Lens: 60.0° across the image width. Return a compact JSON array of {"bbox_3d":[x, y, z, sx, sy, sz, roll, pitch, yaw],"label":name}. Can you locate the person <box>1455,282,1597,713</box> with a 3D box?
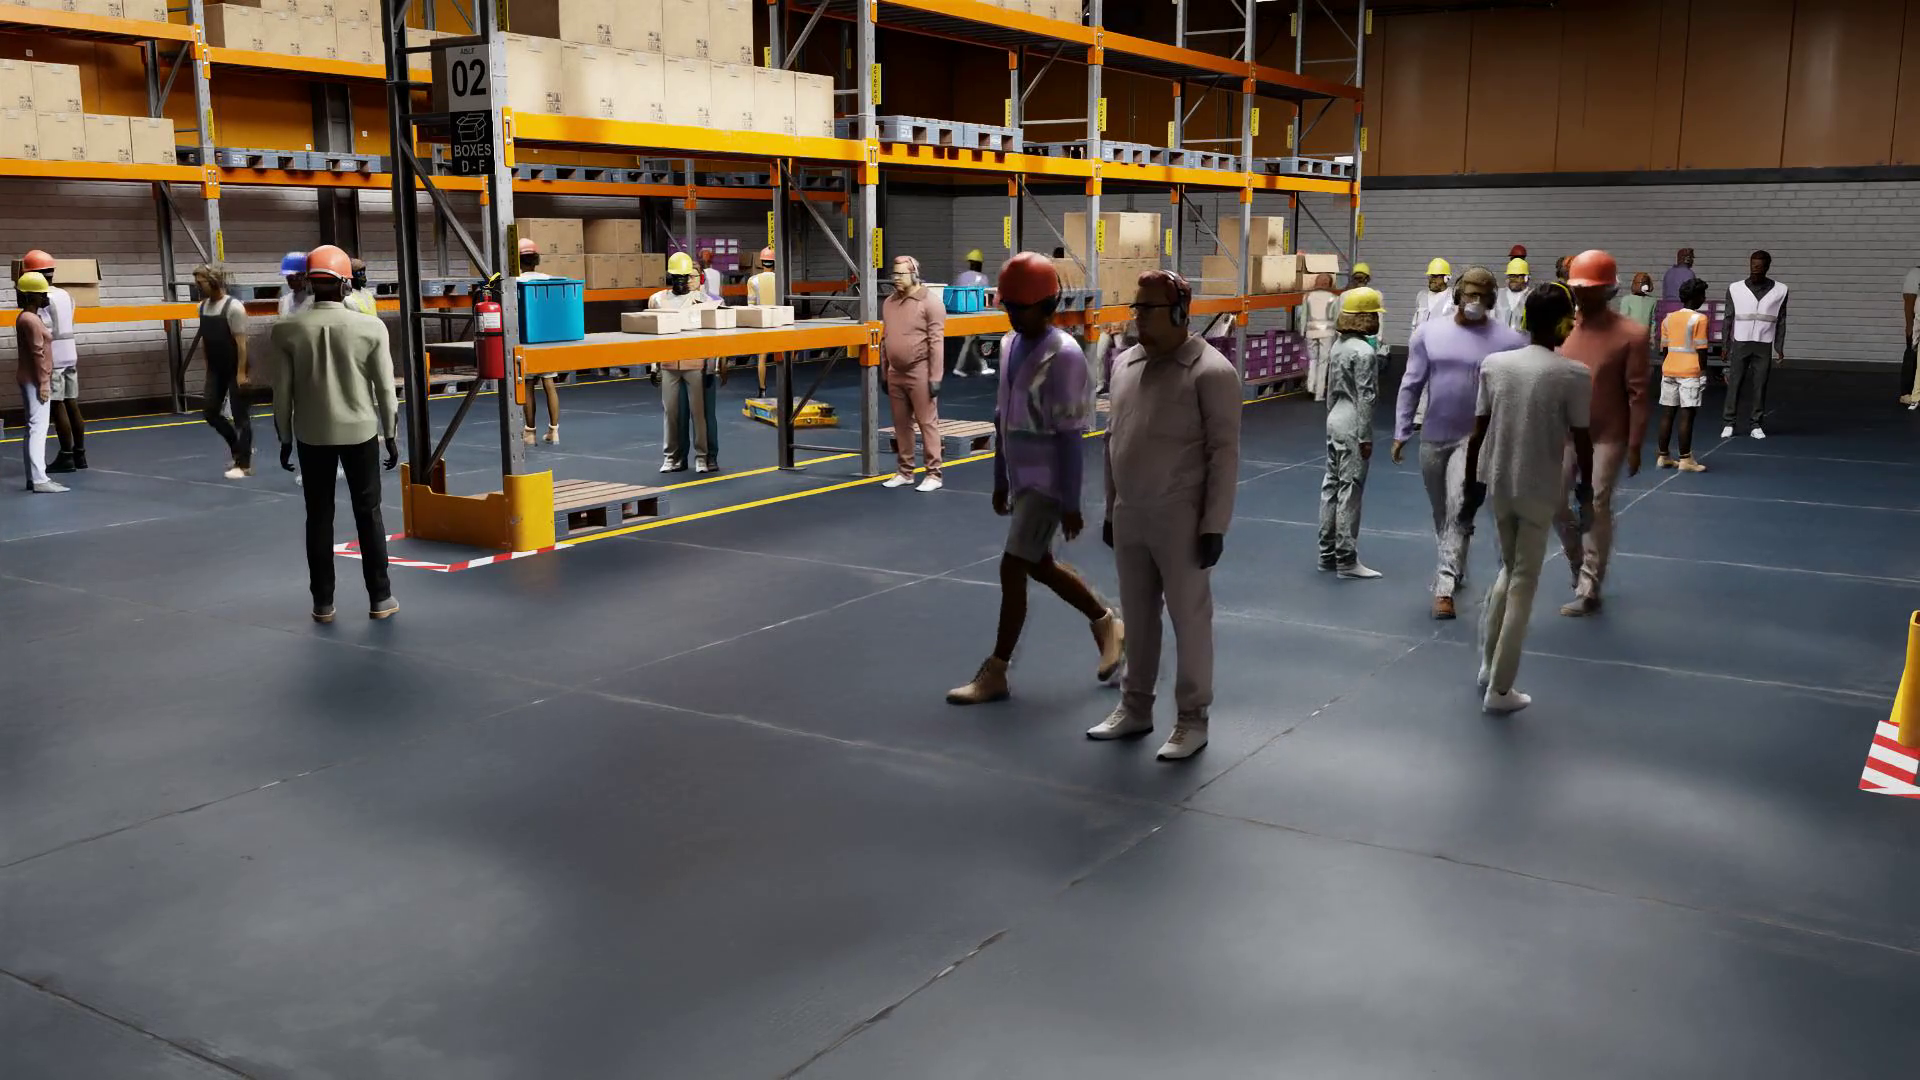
[{"bbox_3d":[2.460,-0.180,7.186,0.620,1.842,0.528,-8,13,-39],"label":"person"}]

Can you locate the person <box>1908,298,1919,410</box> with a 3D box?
[{"bbox_3d":[11.593,-2.347,19.767,0.498,1.633,0.284,7,12,33],"label":"person"}]

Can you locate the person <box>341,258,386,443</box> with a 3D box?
[{"bbox_3d":[-5.931,-1.845,16.410,0.429,1.844,0.625,2,10,11],"label":"person"}]

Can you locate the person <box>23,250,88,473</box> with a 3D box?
[{"bbox_3d":[-7.917,-1.548,14.501,0.376,1.934,0.547,0,10,0],"label":"person"}]

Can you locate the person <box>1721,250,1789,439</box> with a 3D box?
[{"bbox_3d":[8.109,-1.993,17.018,0.596,1.915,0.370,3,11,17],"label":"person"}]

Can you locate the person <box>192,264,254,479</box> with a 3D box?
[{"bbox_3d":[-6.223,-1.426,14.126,0.556,1.823,0.411,3,11,17],"label":"person"}]

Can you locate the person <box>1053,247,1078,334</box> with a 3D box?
[{"bbox_3d":[1.289,-2.967,22.379,0.611,1.928,0.596,2,10,12],"label":"person"}]

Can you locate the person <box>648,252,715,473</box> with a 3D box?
[{"bbox_3d":[-2.412,-1.528,14.450,0.585,1.919,0.404,1,10,3],"label":"person"}]

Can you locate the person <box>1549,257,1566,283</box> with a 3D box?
[{"bbox_3d":[7.175,-2.452,19.828,0.632,1.829,0.438,-4,11,-23],"label":"person"}]

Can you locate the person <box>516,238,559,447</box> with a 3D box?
[{"bbox_3d":[-4.217,-1.934,16.365,0.605,2.035,0.392,-9,14,-42],"label":"person"}]

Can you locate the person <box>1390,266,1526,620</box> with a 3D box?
[{"bbox_3d":[2.764,-0.560,9.199,0.661,1.889,1.010,6,12,31],"label":"person"}]

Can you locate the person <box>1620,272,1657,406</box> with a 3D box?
[{"bbox_3d":[8.234,-2.430,20.221,0.499,1.633,0.286,-3,11,-15],"label":"person"}]

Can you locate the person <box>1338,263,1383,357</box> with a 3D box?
[{"bbox_3d":[4.834,-2.461,20.061,0.550,1.742,0.647,4,11,20],"label":"person"}]

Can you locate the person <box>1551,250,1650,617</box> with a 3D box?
[{"bbox_3d":[3.414,-0.573,9.000,0.636,1.971,0.620,10,14,43],"label":"person"}]

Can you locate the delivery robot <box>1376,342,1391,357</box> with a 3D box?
[{"bbox_3d":[6.271,-2.919,25.664,0.707,0.478,0.477,4,11,20],"label":"delivery robot"}]

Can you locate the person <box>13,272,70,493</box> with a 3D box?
[{"bbox_3d":[-7.402,-1.262,13.385,0.328,1.767,0.531,-7,13,-35],"label":"person"}]

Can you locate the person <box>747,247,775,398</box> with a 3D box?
[{"bbox_3d":[-2.394,-2.705,20.908,0.551,1.934,0.373,-2,10,-9],"label":"person"}]

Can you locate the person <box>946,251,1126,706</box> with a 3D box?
[{"bbox_3d":[0.408,-0.269,7.312,0.942,1.987,0.637,-5,11,-25],"label":"person"}]

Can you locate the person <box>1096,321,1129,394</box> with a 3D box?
[{"bbox_3d":[1.994,-2.710,21.822,0.518,1.624,0.523,7,12,35],"label":"person"}]

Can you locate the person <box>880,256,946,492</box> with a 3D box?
[{"bbox_3d":[-0.410,-1.341,13.476,0.650,1.900,0.396,9,13,40],"label":"person"}]

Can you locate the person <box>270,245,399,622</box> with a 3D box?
[{"bbox_3d":[-3.311,-0.559,8.857,0.623,1.992,0.397,-3,11,-14],"label":"person"}]

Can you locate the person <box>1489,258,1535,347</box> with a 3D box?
[{"bbox_3d":[5.851,-2.050,17.562,0.591,1.834,0.404,7,12,34],"label":"person"}]

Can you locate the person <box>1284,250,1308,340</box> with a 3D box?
[{"bbox_3d":[5.174,-3.513,25.568,0.915,1.880,0.544,7,12,35],"label":"person"}]

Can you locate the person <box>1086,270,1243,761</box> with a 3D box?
[{"bbox_3d":[0.782,-0.096,6.537,0.399,1.908,0.643,-8,13,-39],"label":"person"}]

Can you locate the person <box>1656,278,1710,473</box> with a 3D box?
[{"bbox_3d":[6.349,-1.439,14.568,0.320,1.692,0.531,-3,11,-17],"label":"person"}]

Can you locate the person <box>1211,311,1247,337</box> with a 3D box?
[{"bbox_3d":[4.211,-3.518,25.446,1.062,1.910,0.706,4,11,22],"label":"person"}]

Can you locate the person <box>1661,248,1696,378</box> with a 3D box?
[{"bbox_3d":[10.526,-3.297,24.270,0.407,1.906,0.654,-2,10,-10],"label":"person"}]

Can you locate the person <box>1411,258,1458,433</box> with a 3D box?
[{"bbox_3d":[4.944,-2.005,17.319,0.403,1.833,0.586,-10,14,-43],"label":"person"}]

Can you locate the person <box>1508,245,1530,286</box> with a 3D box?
[{"bbox_3d":[9.043,-3.816,27.057,0.361,1.939,0.542,7,12,34],"label":"person"}]

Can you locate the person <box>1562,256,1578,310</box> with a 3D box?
[{"bbox_3d":[6.056,-1.911,16.736,0.594,1.867,0.420,-6,12,-32],"label":"person"}]

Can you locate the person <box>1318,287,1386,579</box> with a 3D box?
[{"bbox_3d":[2.376,-0.645,10.030,0.315,1.743,0.487,-2,10,-11],"label":"person"}]

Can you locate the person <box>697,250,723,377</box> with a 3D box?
[{"bbox_3d":[-3.739,-3.340,24.589,0.389,1.880,0.597,7,13,36],"label":"person"}]

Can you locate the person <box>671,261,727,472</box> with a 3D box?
[{"bbox_3d":[-2.326,-1.520,14.591,0.570,1.844,0.377,-1,10,-4],"label":"person"}]

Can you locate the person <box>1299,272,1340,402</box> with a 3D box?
[{"bbox_3d":[4.535,-2.543,20.849,0.544,1.622,0.395,7,12,33],"label":"person"}]

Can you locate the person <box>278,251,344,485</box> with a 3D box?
[{"bbox_3d":[-5.419,-1.414,13.787,0.611,1.934,0.429,6,12,31],"label":"person"}]

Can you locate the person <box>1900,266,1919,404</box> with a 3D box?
[{"bbox_3d":[12.038,-2.697,20.573,0.676,2.000,0.536,-1,10,-7],"label":"person"}]

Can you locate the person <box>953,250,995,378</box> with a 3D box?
[{"bbox_3d":[0.198,-3.348,24.651,0.607,1.882,0.988,10,14,43],"label":"person"}]

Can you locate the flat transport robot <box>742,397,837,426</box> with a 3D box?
[{"bbox_3d":[-1.911,-1.442,18.527,0.652,0.197,1.431,-5,11,-23],"label":"flat transport robot"}]
